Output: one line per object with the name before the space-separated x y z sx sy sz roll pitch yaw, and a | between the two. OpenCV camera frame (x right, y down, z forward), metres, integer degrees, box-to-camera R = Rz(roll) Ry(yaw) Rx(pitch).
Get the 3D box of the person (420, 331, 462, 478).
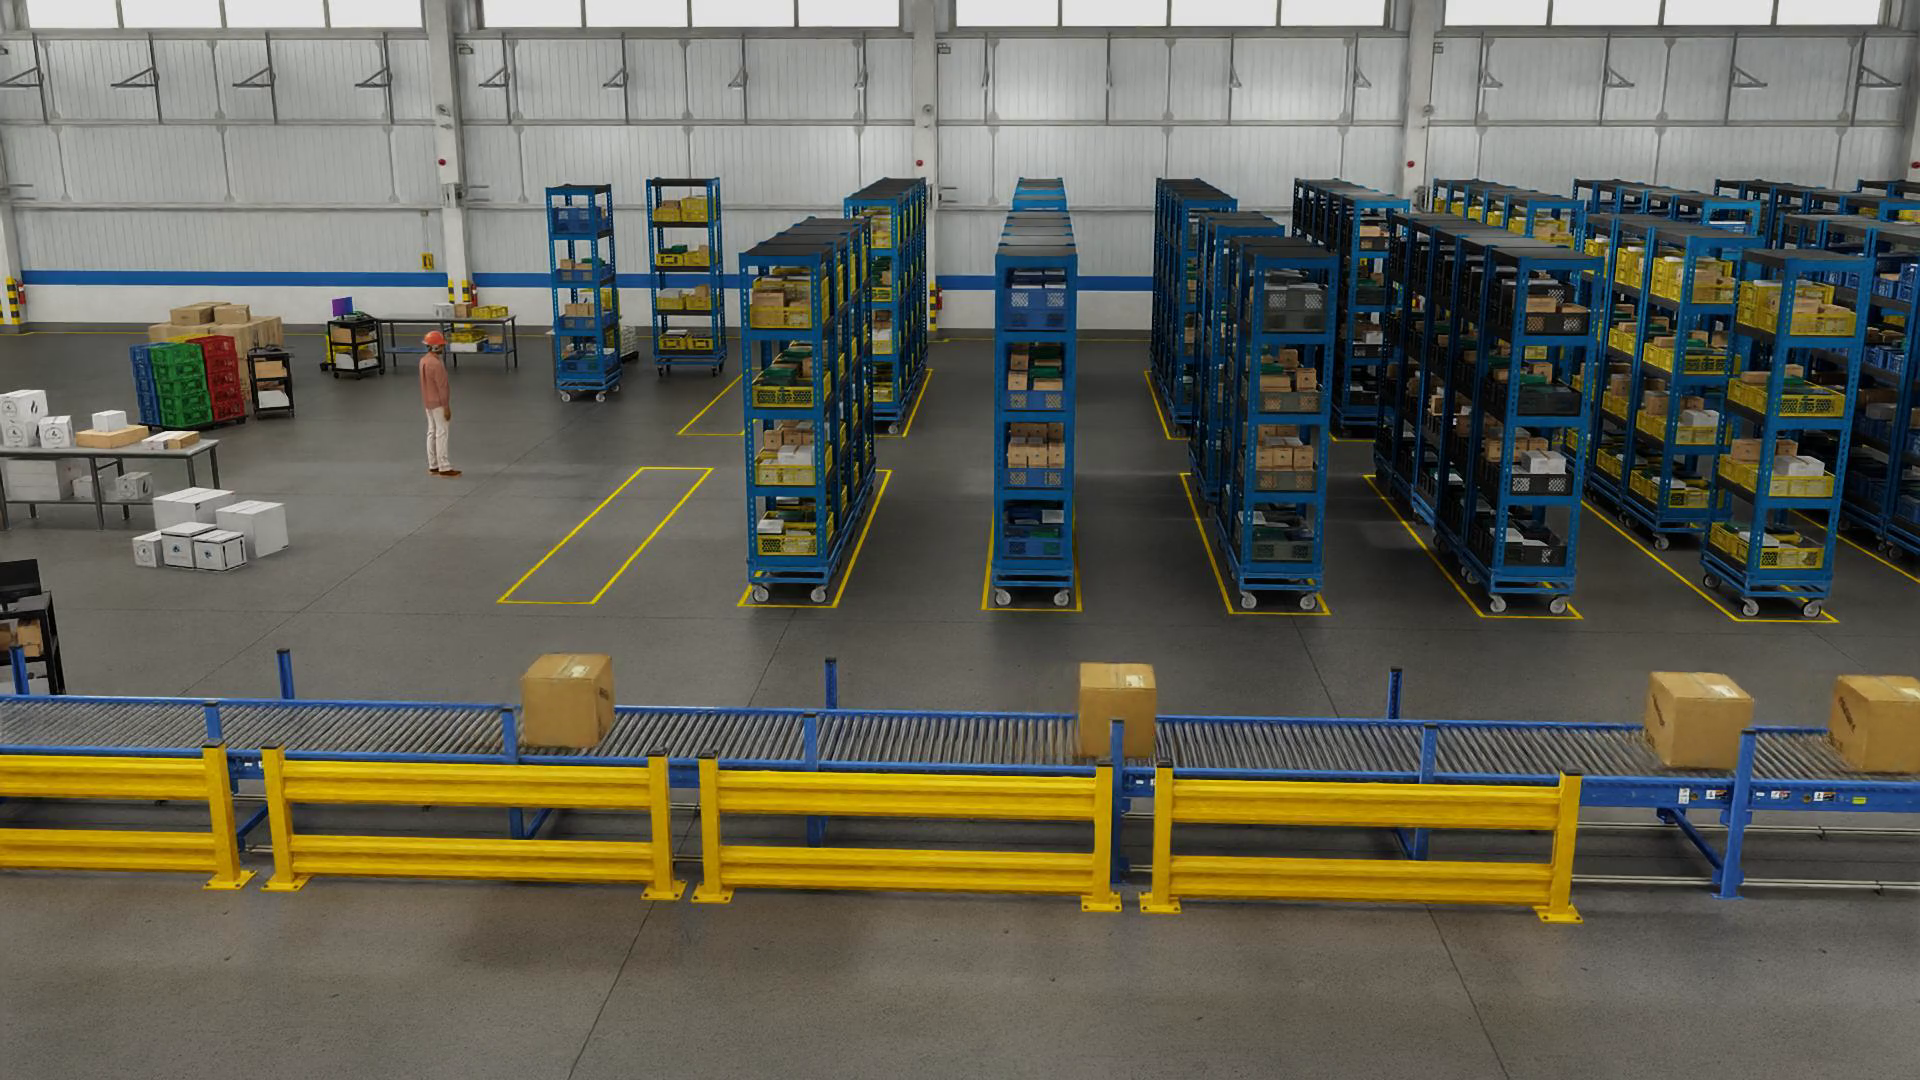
person | -7.086 -1.844 22.602 0.391 1.992 0.623 -13 20 -40
